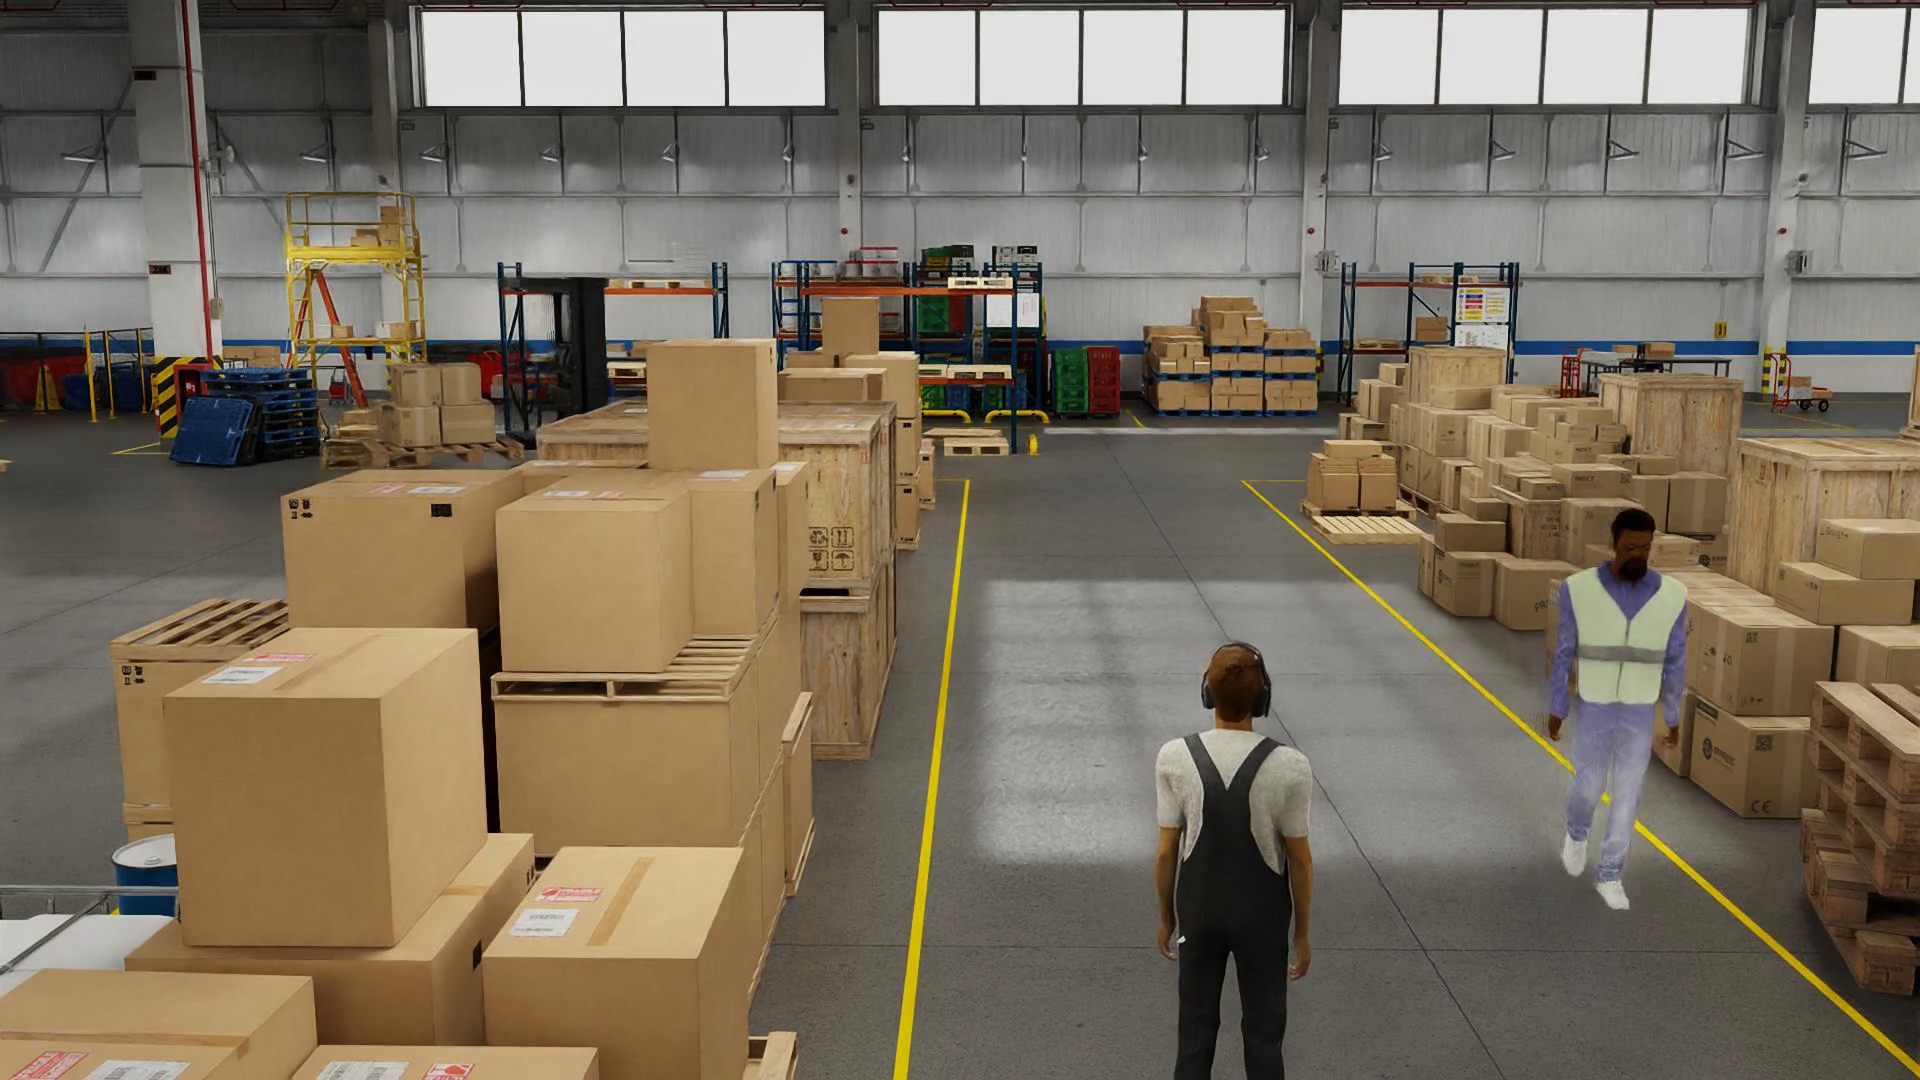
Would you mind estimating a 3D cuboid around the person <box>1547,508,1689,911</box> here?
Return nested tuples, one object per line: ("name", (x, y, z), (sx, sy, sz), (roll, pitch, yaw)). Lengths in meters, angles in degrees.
("person", (3.107, 0.779, 7.877), (0.619, 1.902, 0.473), (1, 10, 6))

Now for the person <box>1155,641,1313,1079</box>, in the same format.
("person", (0.876, 1.232, 5.346), (0.504, 1.847, 0.344), (3, 10, 19))

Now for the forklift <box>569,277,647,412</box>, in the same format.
("forklift", (-5.184, -2.298, 23.398), (1.873, 2.768, 1.129), (-4, 10, -25))
